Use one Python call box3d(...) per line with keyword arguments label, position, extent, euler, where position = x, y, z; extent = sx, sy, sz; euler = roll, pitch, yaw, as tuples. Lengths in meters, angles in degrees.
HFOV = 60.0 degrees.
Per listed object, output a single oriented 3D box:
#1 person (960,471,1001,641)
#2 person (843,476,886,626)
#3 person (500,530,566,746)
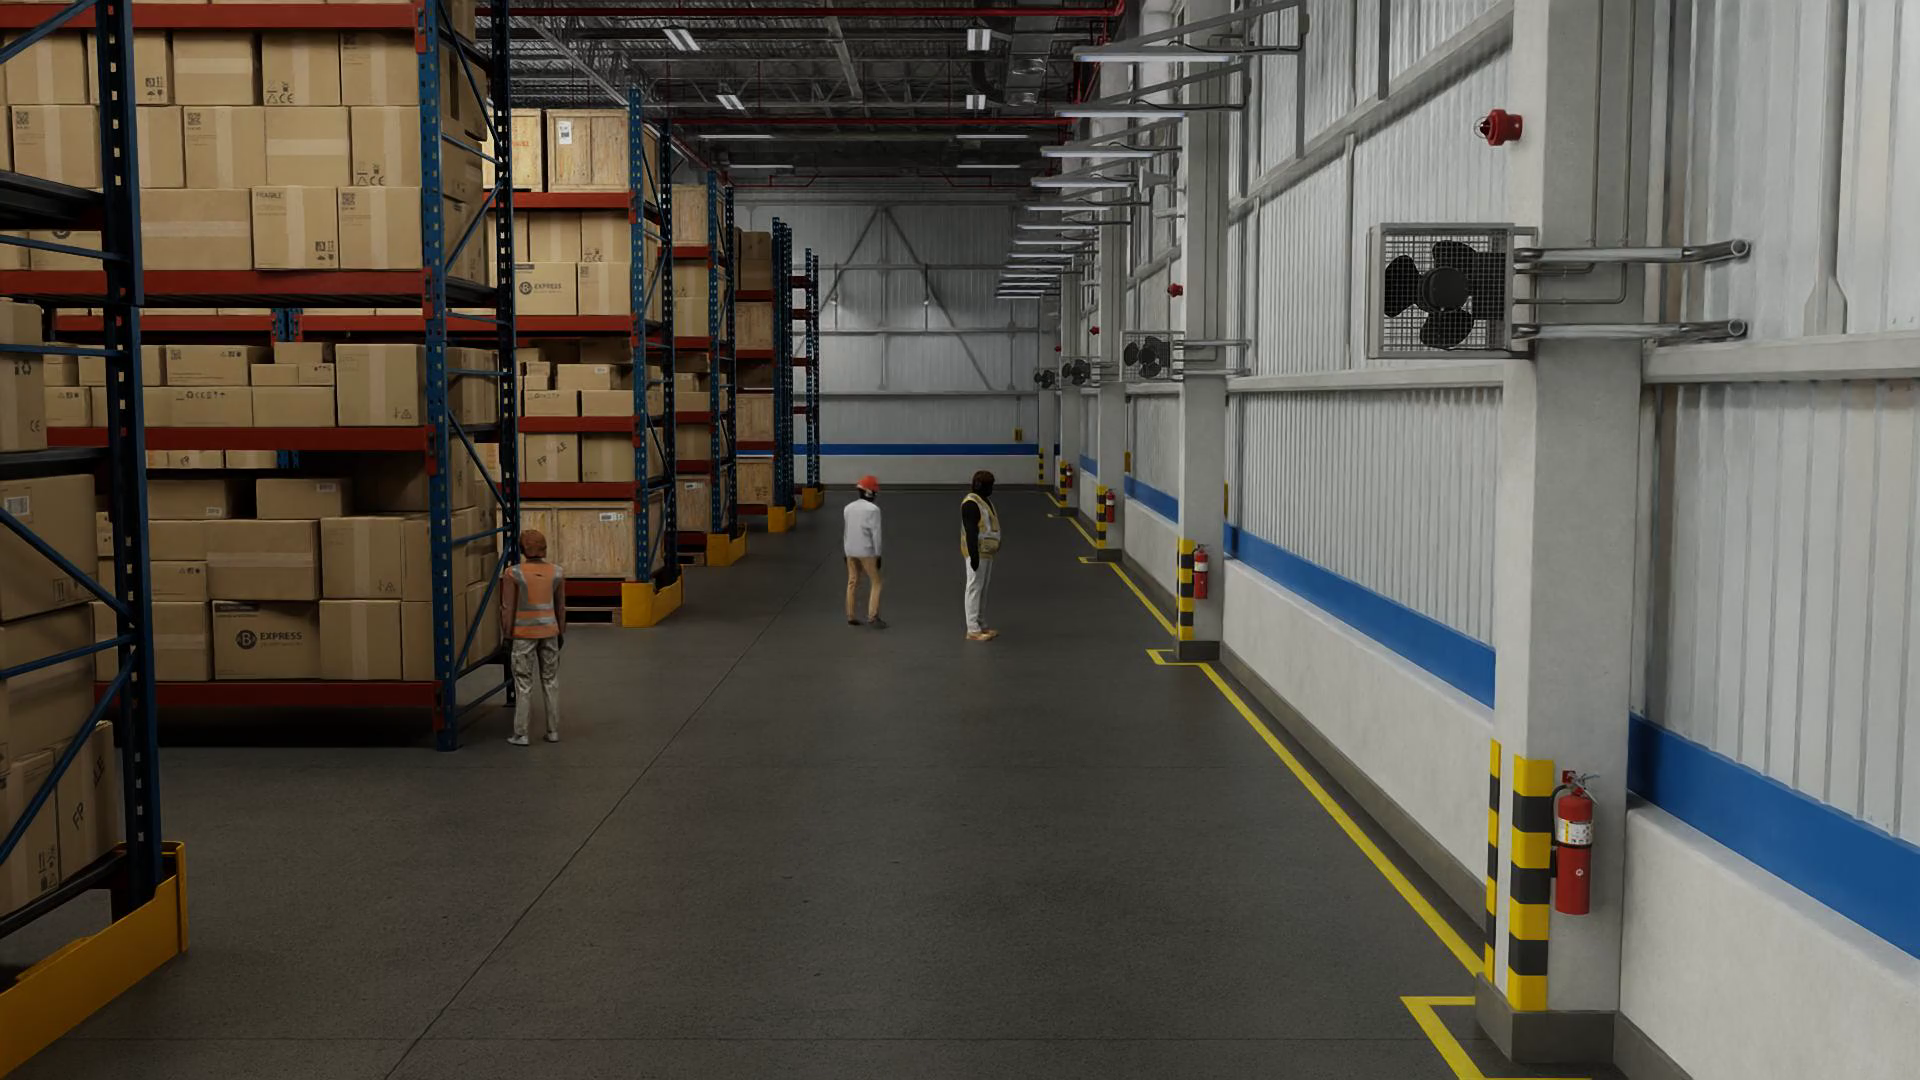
box3d(label="person", position=(0.233, 0.167, 17.997), extent=(0.429, 1.838, 0.621), euler=(1, 5, 16))
box3d(label="person", position=(-1.116, 0.128, 19.041), extent=(0.620, 1.726, 0.414), euler=(3, 6, 35))
box3d(label="person", position=(-3.209, 0.735, 12.557), extent=(0.522, 1.631, 0.314), euler=(-4, 6, -41))
